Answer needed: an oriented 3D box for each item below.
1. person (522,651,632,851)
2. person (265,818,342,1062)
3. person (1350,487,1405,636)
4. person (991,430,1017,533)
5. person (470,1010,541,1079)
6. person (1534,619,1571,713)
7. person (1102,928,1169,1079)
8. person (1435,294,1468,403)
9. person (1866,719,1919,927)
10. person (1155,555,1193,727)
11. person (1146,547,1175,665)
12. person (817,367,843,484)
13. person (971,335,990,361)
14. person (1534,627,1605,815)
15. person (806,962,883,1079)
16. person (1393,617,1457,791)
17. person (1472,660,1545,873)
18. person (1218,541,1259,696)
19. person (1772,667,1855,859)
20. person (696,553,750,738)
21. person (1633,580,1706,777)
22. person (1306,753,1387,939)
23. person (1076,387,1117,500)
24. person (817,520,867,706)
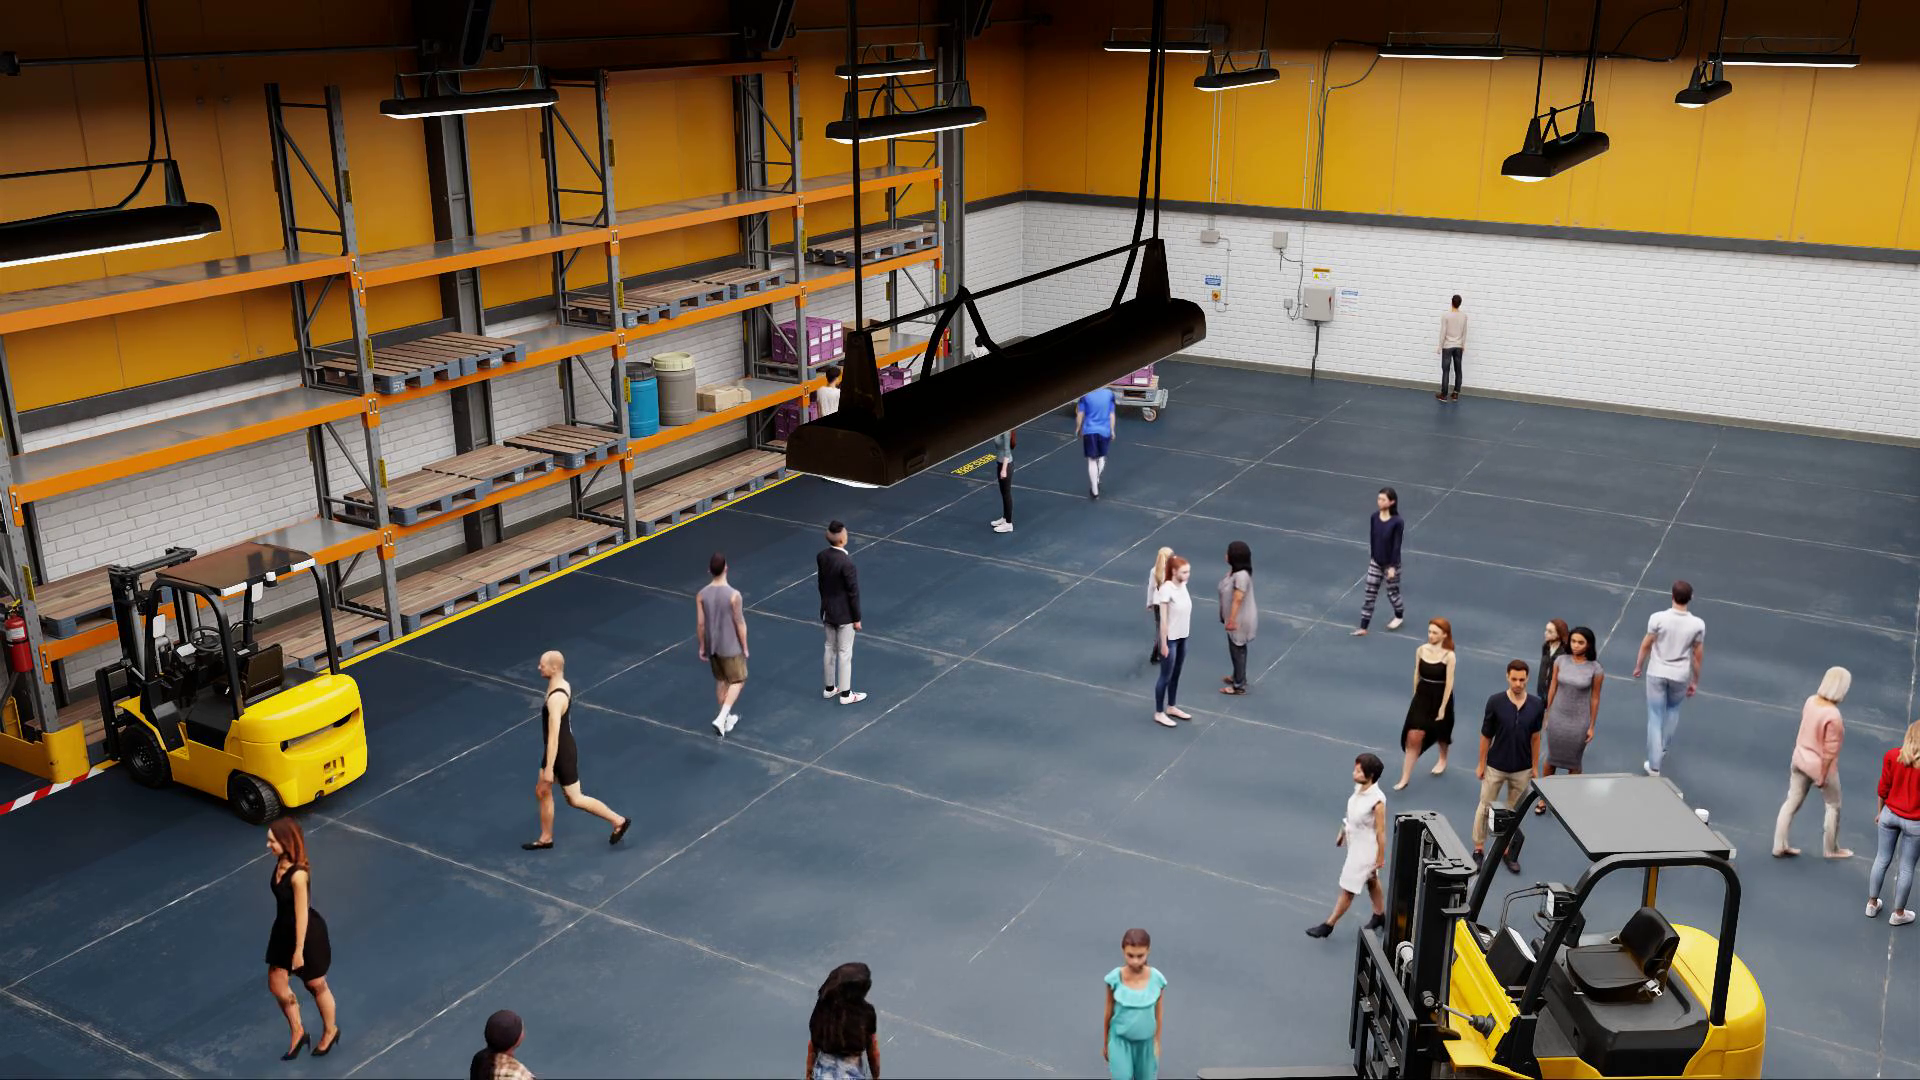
[{"bbox_3d":[-3.218,1.795,13.844,1.190,1.778,1.118,-5,19,-15],"label":"person"},{"bbox_3d":[-4.333,2.671,11.167,0.716,1.825,0.679,-16,24,-39],"label":"person"},{"bbox_3d":[4.815,0.248,18.576,1.157,1.690,0.863,-15,24,-37],"label":"person"},{"bbox_3d":[0.585,-0.967,22.101,0.736,1.743,0.642,-1,19,-4],"label":"person"},{"bbox_3d":[-2.521,3.415,9.060,0.625,1.761,0.965,9,20,24],"label":"person"},{"bbox_3d":[5.557,1.428,15.439,0.960,1.455,0.869,-7,20,-20],"label":"person"},{"bbox_3d":[1.079,3.084,10.380,0.751,1.546,0.916,2,19,5],"label":"person"},{"bbox_3d":[8.582,-3.349,28.976,0.748,1.868,0.779,-2,19,-7],"label":"person"},{"bbox_3d":[7.301,2.167,12.857,0.627,1.703,0.678,-15,24,-37],"label":"person"},{"bbox_3d":[2.077,0.974,16.346,0.645,1.735,0.506,14,23,36],"label":"person"},{"bbox_3d":[2.151,0.720,17.856,0.538,1.255,0.870,13,22,33],"label":"person"},{"bbox_3d":[-1.874,-1.701,24.305,0.653,1.727,0.631,9,21,26],"label":"person"},{"bbox_3d":[0.340,-2.903,28.604,0.561,1.261,0.603,0,19,1],"label":"person"},{"bbox_3d":[5.303,1.587,14.457,0.579,1.781,0.523,12,22,31],"label":"person"},{"bbox_3d":[-0.745,3.258,9.801,0.711,1.585,0.706,1,19,3],"label":"person"},{"bbox_3d":[4.354,1.472,15.121,0.668,1.574,1.106,14,23,36],"label":"person"},{"bbox_3d":[4.479,1.836,13.598,0.709,1.857,0.671,2,19,6],"label":"person"},{"bbox_3d":[2.892,0.778,17.134,0.769,1.606,0.678,4,19,12],"label":"person"},{"bbox_3d":[6.990,1.868,13.755,0.951,1.696,0.902,-4,19,-12],"label":"person"},{"bbox_3d":[-2.273,1.038,15.878,0.760,1.830,1.020,6,20,18],"label":"person"},{"bbox_3d":[6.496,1.309,15.224,0.873,1.818,1.086,3,19,8],"label":"person"},{"bbox_3d":[3.150,2.332,12.644,0.986,1.525,0.957,-4,19,-10],"label":"person"},{"bbox_3d":[1.937,-1.467,23.495,1.093,1.800,1.226,-2,19,-6],"label":"person"},{"bbox_3d":[-1.233,0.701,16.823,0.764,1.950,0.689,17,25,42],"label":"person"}]
